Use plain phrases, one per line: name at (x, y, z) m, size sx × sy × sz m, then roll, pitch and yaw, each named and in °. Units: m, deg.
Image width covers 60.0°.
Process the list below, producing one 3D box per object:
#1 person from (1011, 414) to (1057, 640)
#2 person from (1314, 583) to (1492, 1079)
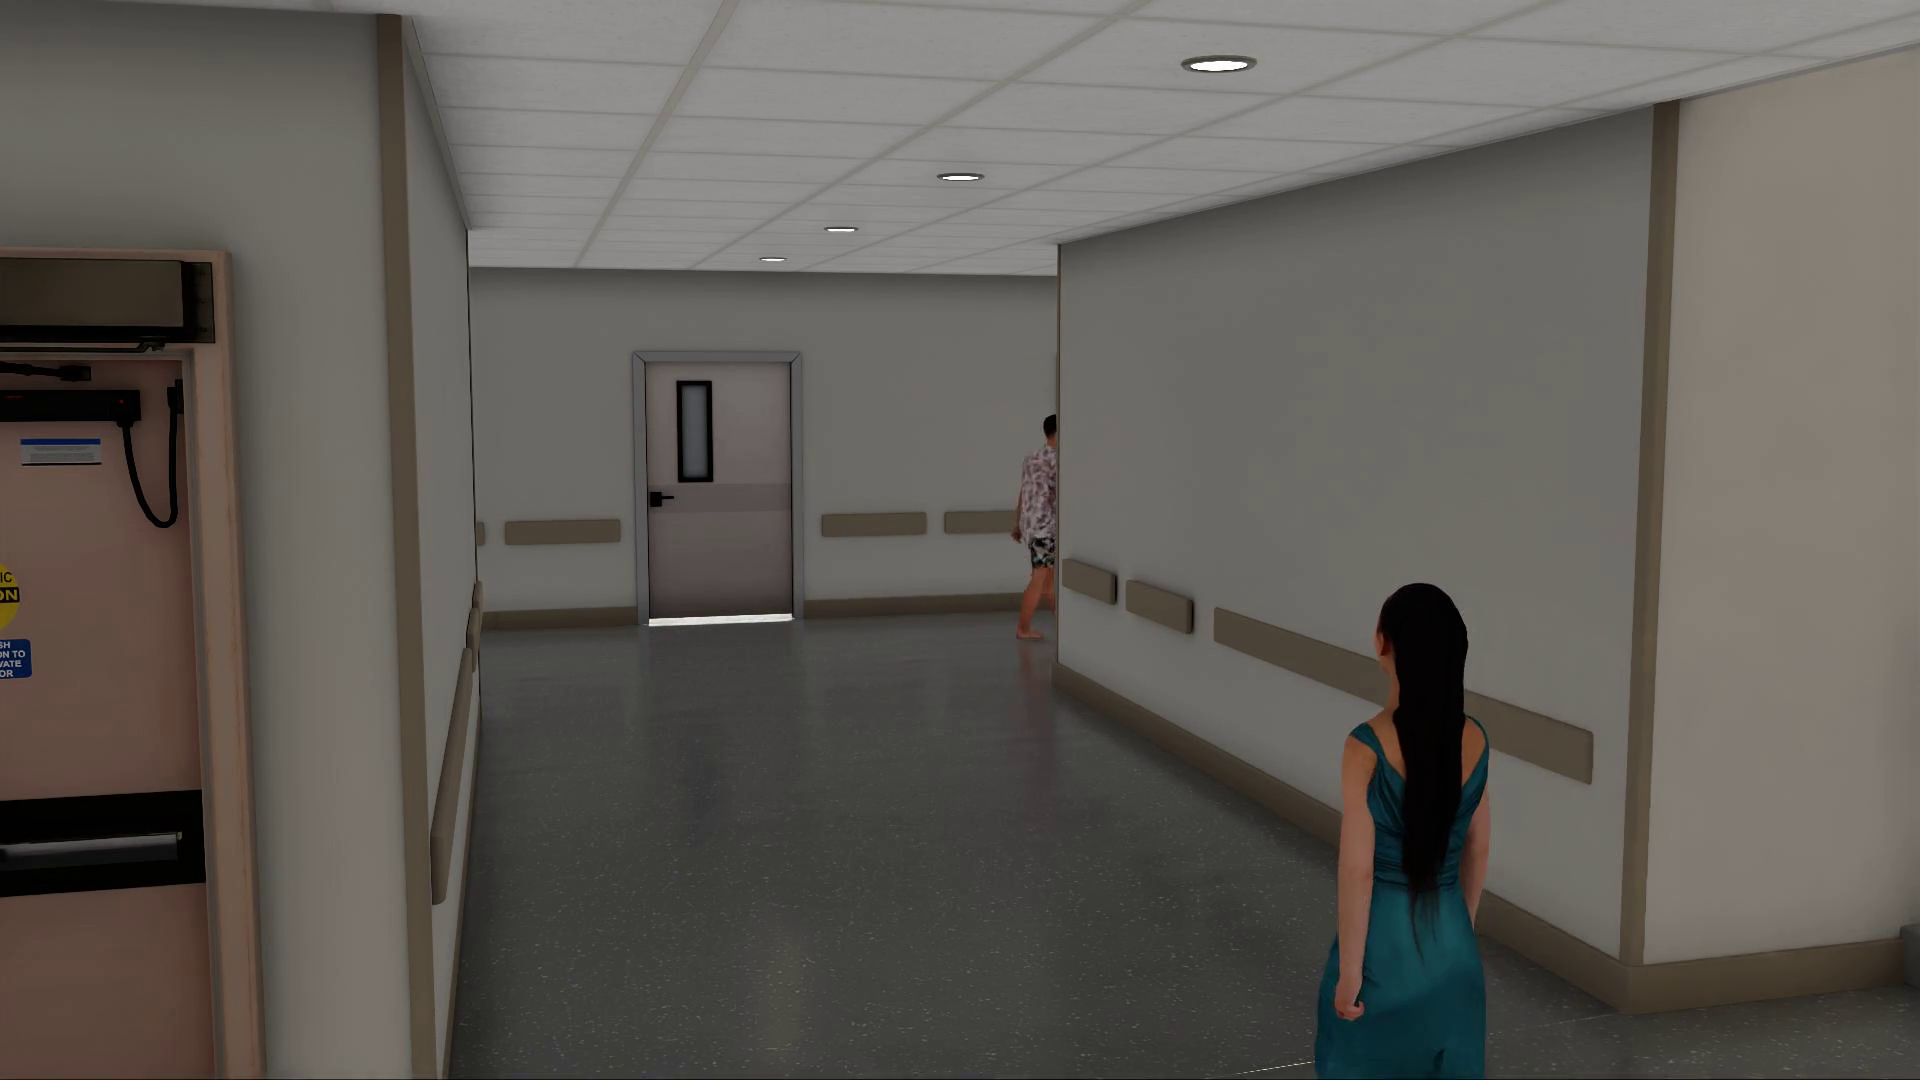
person at (0.595, -0.089, 13.243) m, size 1.114 × 1.782 × 0.922 m, roll -4°, pitch 7°, yaw -37°
person at (0.999, 0.958, 3.537) m, size 0.963 × 1.641 × 0.629 m, roll -2°, pitch 6°, yaw -15°
